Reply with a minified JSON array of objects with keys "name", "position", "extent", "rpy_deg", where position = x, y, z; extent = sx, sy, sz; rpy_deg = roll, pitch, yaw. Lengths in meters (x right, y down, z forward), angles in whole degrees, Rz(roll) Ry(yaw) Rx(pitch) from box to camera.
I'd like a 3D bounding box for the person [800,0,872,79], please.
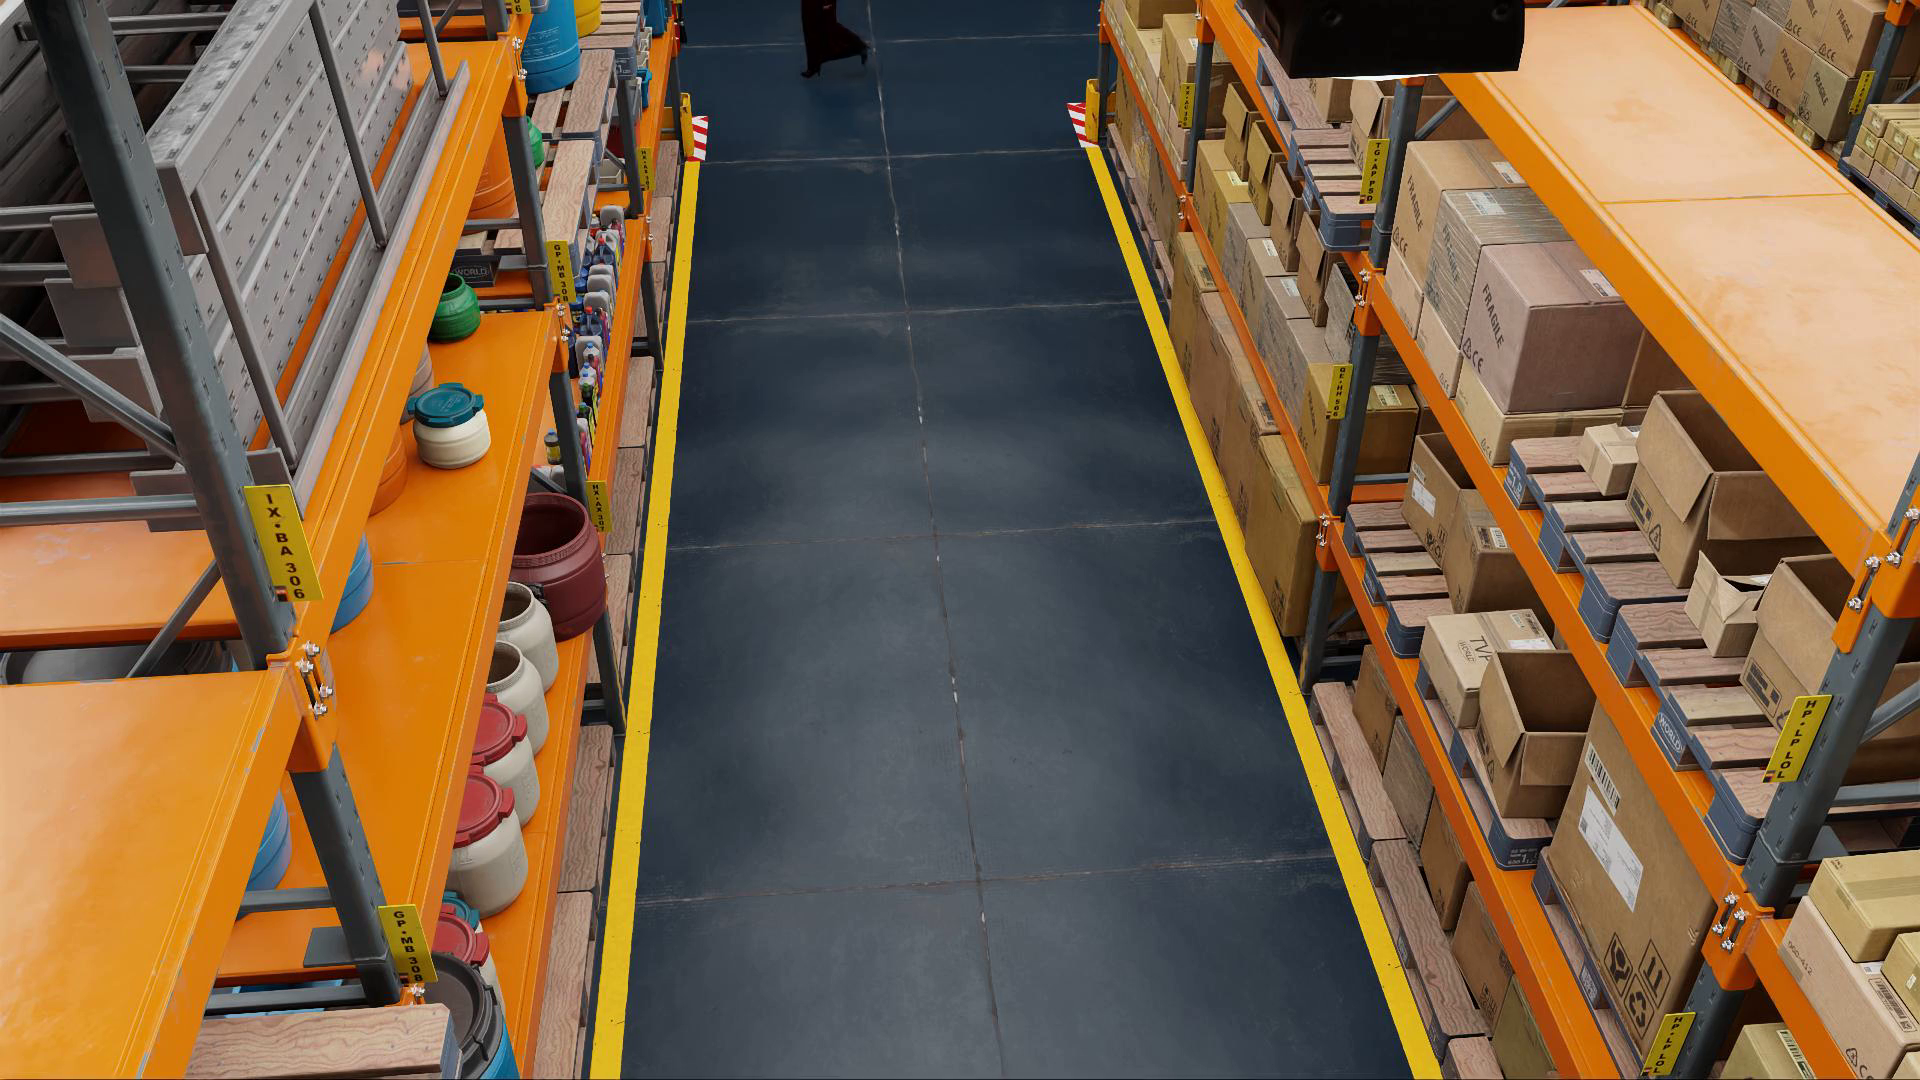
[{"name":"person","position":[-1.309,-5.529,16.856],"extent":[0.844,1.733,0.965],"rpy_deg":[4,37,5]}]
